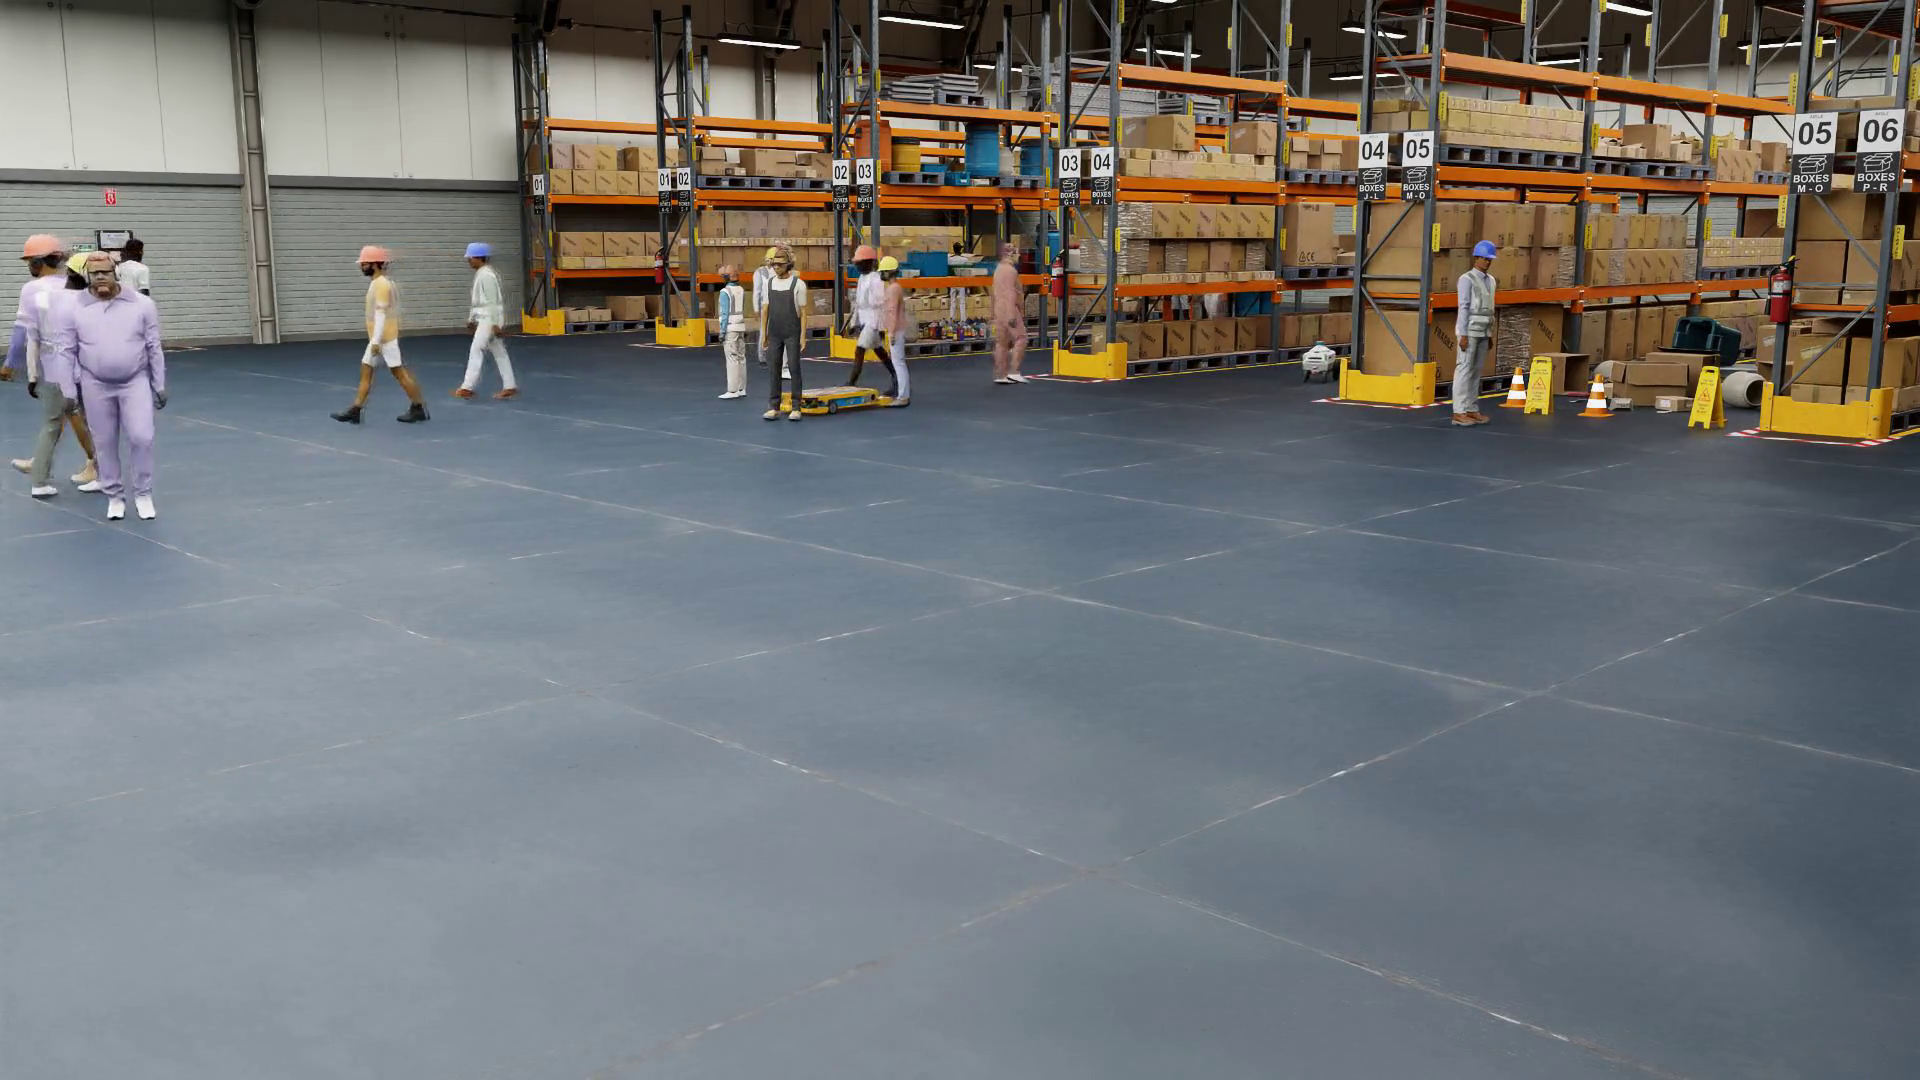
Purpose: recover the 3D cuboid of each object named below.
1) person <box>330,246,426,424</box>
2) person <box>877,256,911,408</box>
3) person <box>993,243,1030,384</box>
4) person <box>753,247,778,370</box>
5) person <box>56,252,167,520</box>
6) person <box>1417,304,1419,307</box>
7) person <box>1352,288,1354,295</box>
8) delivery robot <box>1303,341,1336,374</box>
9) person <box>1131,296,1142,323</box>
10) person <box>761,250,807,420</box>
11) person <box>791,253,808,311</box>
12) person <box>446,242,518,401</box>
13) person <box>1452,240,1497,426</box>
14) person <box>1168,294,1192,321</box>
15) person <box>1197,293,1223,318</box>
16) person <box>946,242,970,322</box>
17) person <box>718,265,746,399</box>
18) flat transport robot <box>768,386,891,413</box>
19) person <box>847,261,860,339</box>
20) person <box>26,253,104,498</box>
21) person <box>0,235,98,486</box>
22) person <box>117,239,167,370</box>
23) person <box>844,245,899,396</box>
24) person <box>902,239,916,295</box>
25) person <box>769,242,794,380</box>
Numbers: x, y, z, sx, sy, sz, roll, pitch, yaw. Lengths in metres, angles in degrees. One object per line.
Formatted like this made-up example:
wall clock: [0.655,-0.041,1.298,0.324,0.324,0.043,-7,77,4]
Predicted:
person: [-6.219,-2.180,17.749,0.980,1.884,0.561,-5,12,-27]
person: [-0.786,-2.448,19.577,0.389,1.755,0.534,0,10,3]
person: [0.740,-3.047,22.434,0.584,1.890,0.672,-3,11,-14]
person: [-2.829,-3.497,25.075,0.613,1.829,0.404,-8,13,-36]
person: [-5.941,-1.066,11.667,0.673,1.881,0.662,-5,12,-26]
person: [7.237,-3.468,25.398,0.550,1.640,0.854,4,11,20]
person: [7.889,-4.776,32.605,0.521,1.614,0.533,-7,13,-34]
delivery robot: [4.983,-2.513,23.045,0.477,0.478,0.707,4,11,22]
person: [3.944,-5.592,36.320,0.555,1.901,0.969,7,12,32]
person: [-1.914,-2.226,18.105,0.516,1.842,0.325,3,11,14]
person: [-2.788,-3.894,27.476,0.673,1.740,0.541,9,14,41]
person: [-5.872,-2.652,20.259,0.948,1.902,0.608,-3,11,-18]
person: [5.485,-2.197,17.673,0.605,1.944,0.402,-10,14,-42]
person: [4.059,-4.574,30.653,0.547,1.938,0.359,9,14,42]
person: [4.566,-4.450,30.006,0.438,1.923,0.635,-7,13,-34]
person: [-0.039,-5.136,33.903,0.516,1.872,0.327,3,11,17]
person: [-2.803,-2.558,20.474,0.308,1.640,0.511,4,11,19]
flat transport robot: [-1.500,-1.630,19.264,0.652,0.197,1.431,8,13,36]
person: [-1.737,-4.194,29.440,0.519,1.625,0.568,5,12,27]
person: [-6.849,-1.268,12.824,0.654,1.867,0.390,-6,12,-31]
person: [-7.372,-1.443,13.424,1.019,1.993,0.626,1,10,5]
person: [-12.025,-3.431,24.410,0.608,1.945,0.659,3,11,16]
person: [-1.102,-2.695,20.578,1.030,1.885,0.557,-4,11,-20]
person: [-1.092,-5.623,36.451,0.613,1.901,0.778,9,14,41]
person: [-2.452,-3.217,23.340,0.403,1.904,0.652,-3,11,-18]
